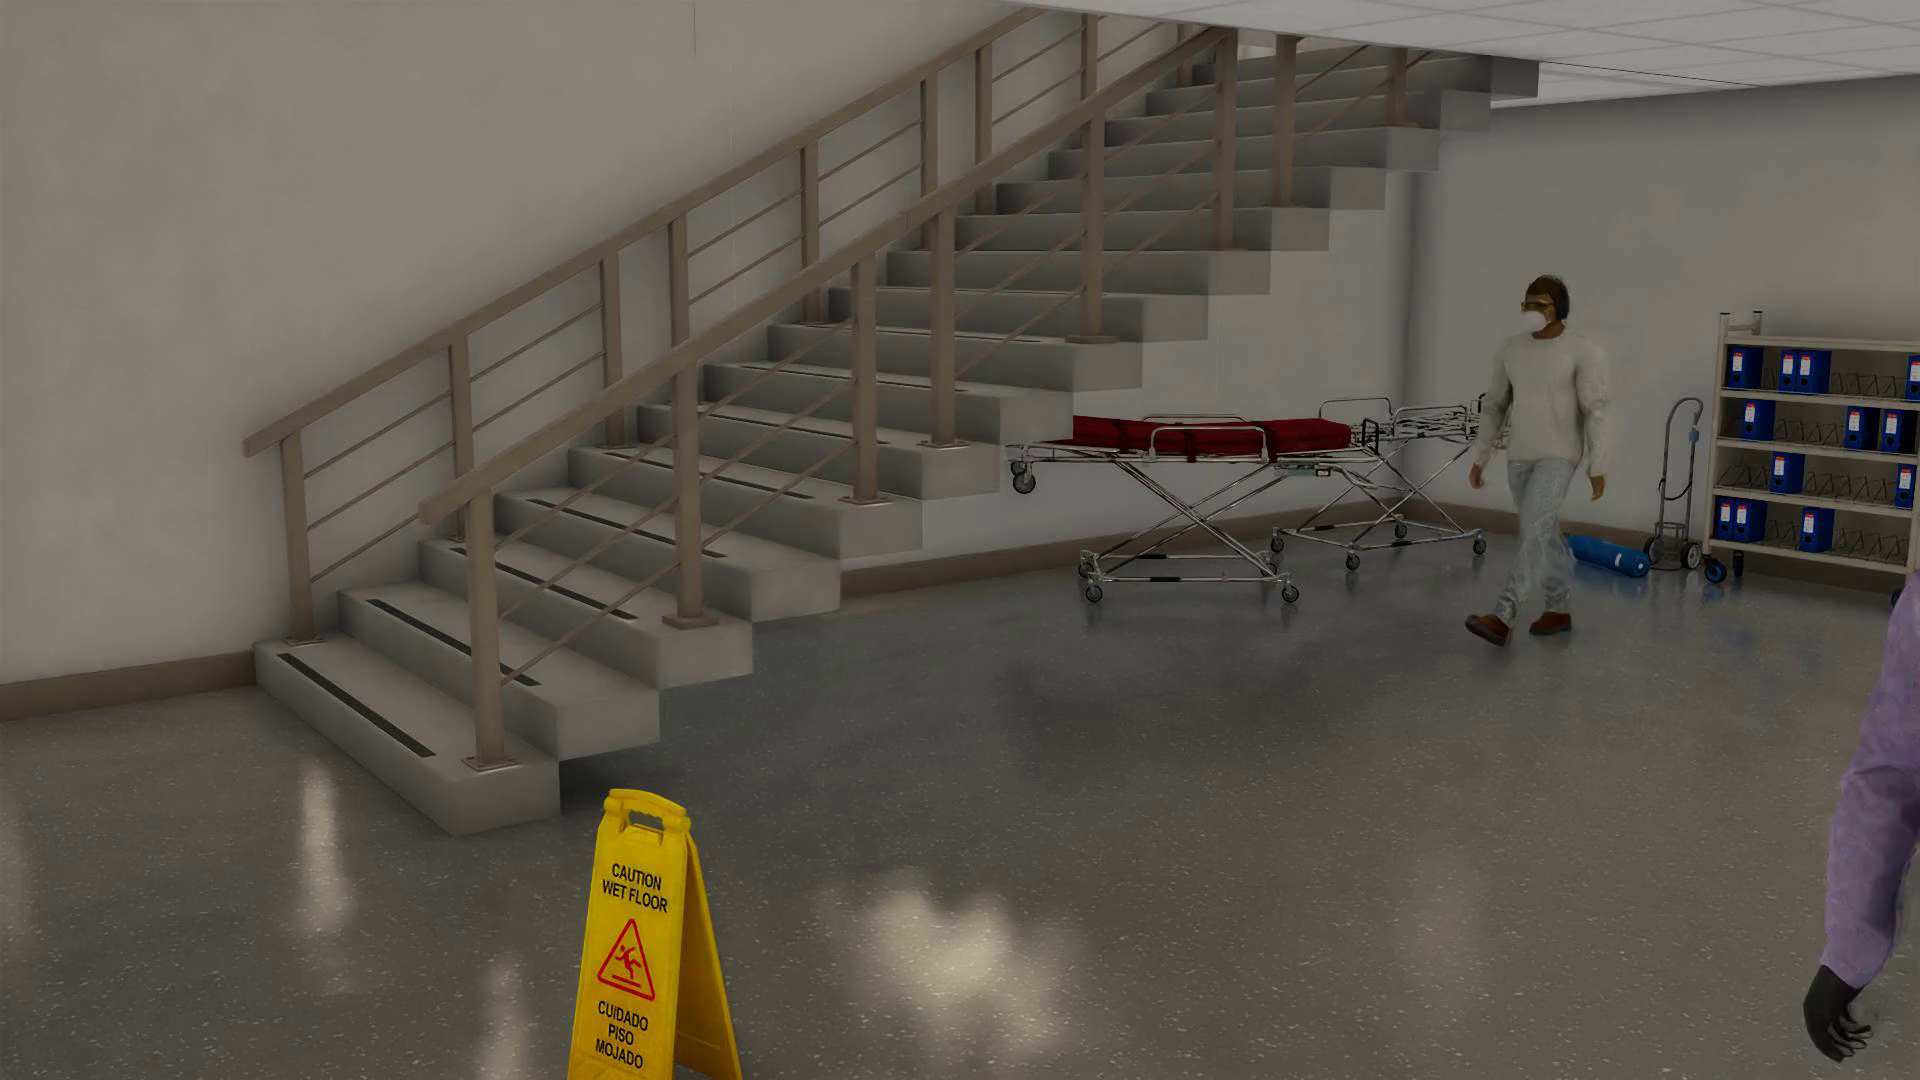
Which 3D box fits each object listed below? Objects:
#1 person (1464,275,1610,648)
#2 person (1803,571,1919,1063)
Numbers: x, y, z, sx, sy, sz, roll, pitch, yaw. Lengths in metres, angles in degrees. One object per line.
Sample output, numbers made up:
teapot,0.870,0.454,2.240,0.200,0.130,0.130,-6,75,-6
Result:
person,2.911,-0.396,8.546,0.988,1.889,0.659,-6,12,-33
person,1.640,0.680,2.484,0.966,1.855,0.647,-9,13,-41
